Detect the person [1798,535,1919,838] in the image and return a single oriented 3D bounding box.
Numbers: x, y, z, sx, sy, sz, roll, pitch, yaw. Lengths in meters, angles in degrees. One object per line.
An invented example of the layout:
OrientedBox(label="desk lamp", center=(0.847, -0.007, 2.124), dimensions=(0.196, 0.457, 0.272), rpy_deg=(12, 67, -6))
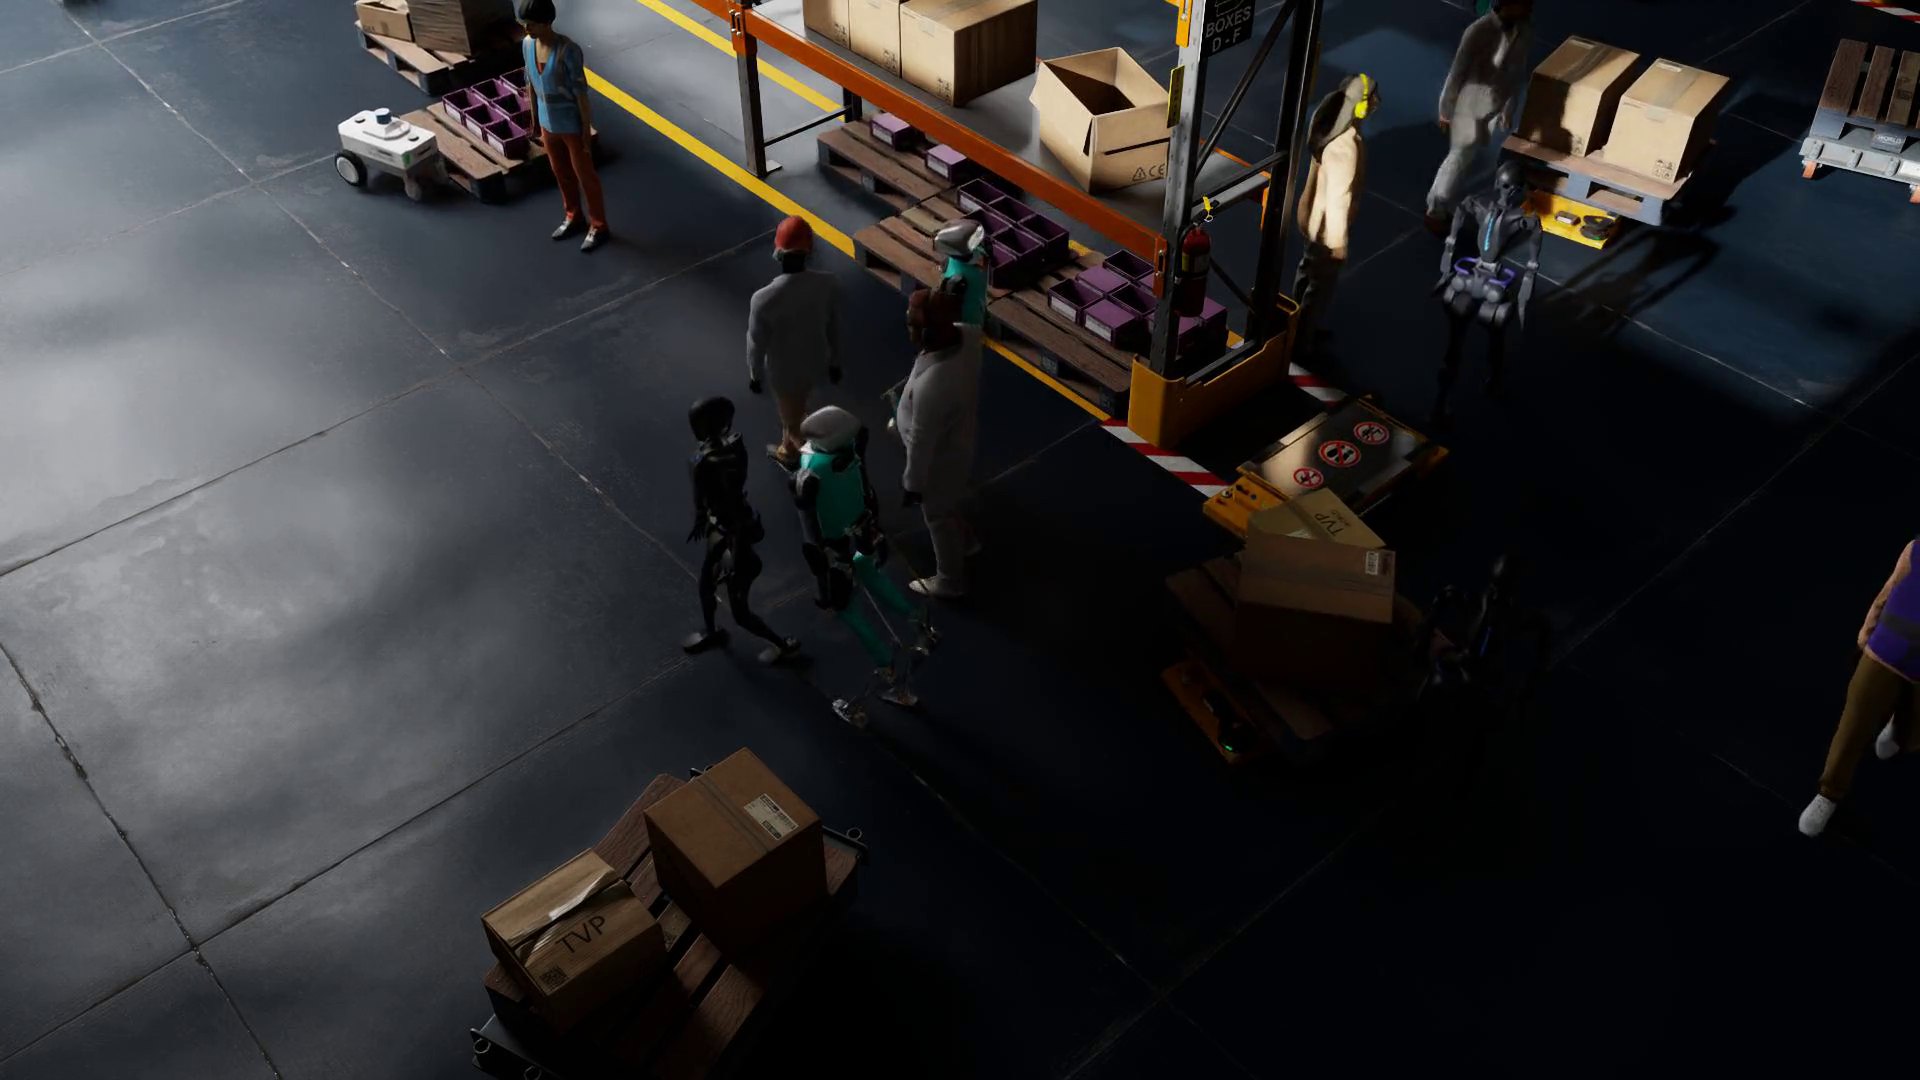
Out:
OrientedBox(label="person", center=(4.254, 0.500, 7.339), dimensions=(0.538, 1.911, 0.779), rpy_deg=(29, 50, 28))

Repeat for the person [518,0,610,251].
OrientedBox(label="person", center=(-2.635, -2.761, 10.999), dimensions=(0.503, 1.759, 0.330), rpy_deg=(20, 46, 21))

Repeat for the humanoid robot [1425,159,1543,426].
OrientedBox(label="humanoid robot", center=(3.050, -1.472, 9.689), dimensions=(0.599, 1.629, 0.748), rpy_deg=(26, 49, 26))

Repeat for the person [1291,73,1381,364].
OrientedBox(label="person", center=(2.212, -1.928, 10.016), dimensions=(0.392, 1.867, 0.578), rpy_deg=(3, 43, 3))

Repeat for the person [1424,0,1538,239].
OrientedBox(label="person", center=(3.464, -2.883, 11.098), dimensions=(0.542, 1.804, 0.548), rpy_deg=(-18, 45, -18))

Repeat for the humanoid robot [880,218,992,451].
OrientedBox(label="humanoid robot", center=(-0.168, -0.942, 9.060), dimensions=(0.663, 1.837, 0.539), rpy_deg=(12, 44, 13))

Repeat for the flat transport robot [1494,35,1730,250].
OrientedBox(label="flat transport robot", center=(4.550, -2.545, 11.863), dimensions=(0.659, 0.231, 1.431), rpy_deg=(27, 49, 26))

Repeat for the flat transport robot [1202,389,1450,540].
OrientedBox(label="flat transport robot", center=(2.110, -0.371, 9.498), dimensions=(1.431, 0.231, 0.659), rpy_deg=(-31, 51, -30))

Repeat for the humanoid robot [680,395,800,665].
OrientedBox(label="humanoid robot", center=(-1.131, 0.001, 8.080), dimensions=(0.557, 1.655, 0.603), rpy_deg=(-18, 46, -19))

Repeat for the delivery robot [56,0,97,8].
OrientedBox(label="delivery robot", center=(-7.692, -4.967, 14.281), dimensions=(0.499, 0.587, 0.777), rpy_deg=(-19, 46, -20))

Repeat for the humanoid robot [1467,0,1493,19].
OrientedBox(label="humanoid robot", center=(4.148, -4.231, 12.656), dimensions=(0.541, 1.864, 0.675), rpy_deg=(22, 47, 22))

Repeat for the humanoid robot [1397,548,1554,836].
OrientedBox(label="humanoid robot", center=(2.246, 0.643, 7.377), dimensions=(0.599, 1.653, 0.604), rpy_deg=(18, 45, 18))

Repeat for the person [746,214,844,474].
OrientedBox(label="person", center=(-0.845, -0.936, 9.043), dimensions=(0.559, 1.711, 0.806), rpy_deg=(-31, 51, -30))

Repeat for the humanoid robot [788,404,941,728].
OrientedBox(label="humanoid robot", center=(-0.370, 0.201, 7.806), dimensions=(0.755, 1.781, 0.536), rpy_deg=(20, 46, 20))

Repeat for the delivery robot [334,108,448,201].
OrientedBox(label="delivery robot", center=(-4.098, -2.810, 11.943), dimensions=(0.784, 0.599, 0.499), rpy_deg=(22, 47, 22))

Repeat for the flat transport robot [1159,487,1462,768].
OrientedBox(label="flat transport robot", center=(1.793, 0.623, 8.417), dimensions=(1.431, 0.231, 0.659), rpy_deg=(-19, 46, -20))

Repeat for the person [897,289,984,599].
OrientedBox(label="person", center=(-0.133, -0.447, 8.382), dimensions=(0.441, 1.894, 0.641), rpy_deg=(8, 43, 8))
